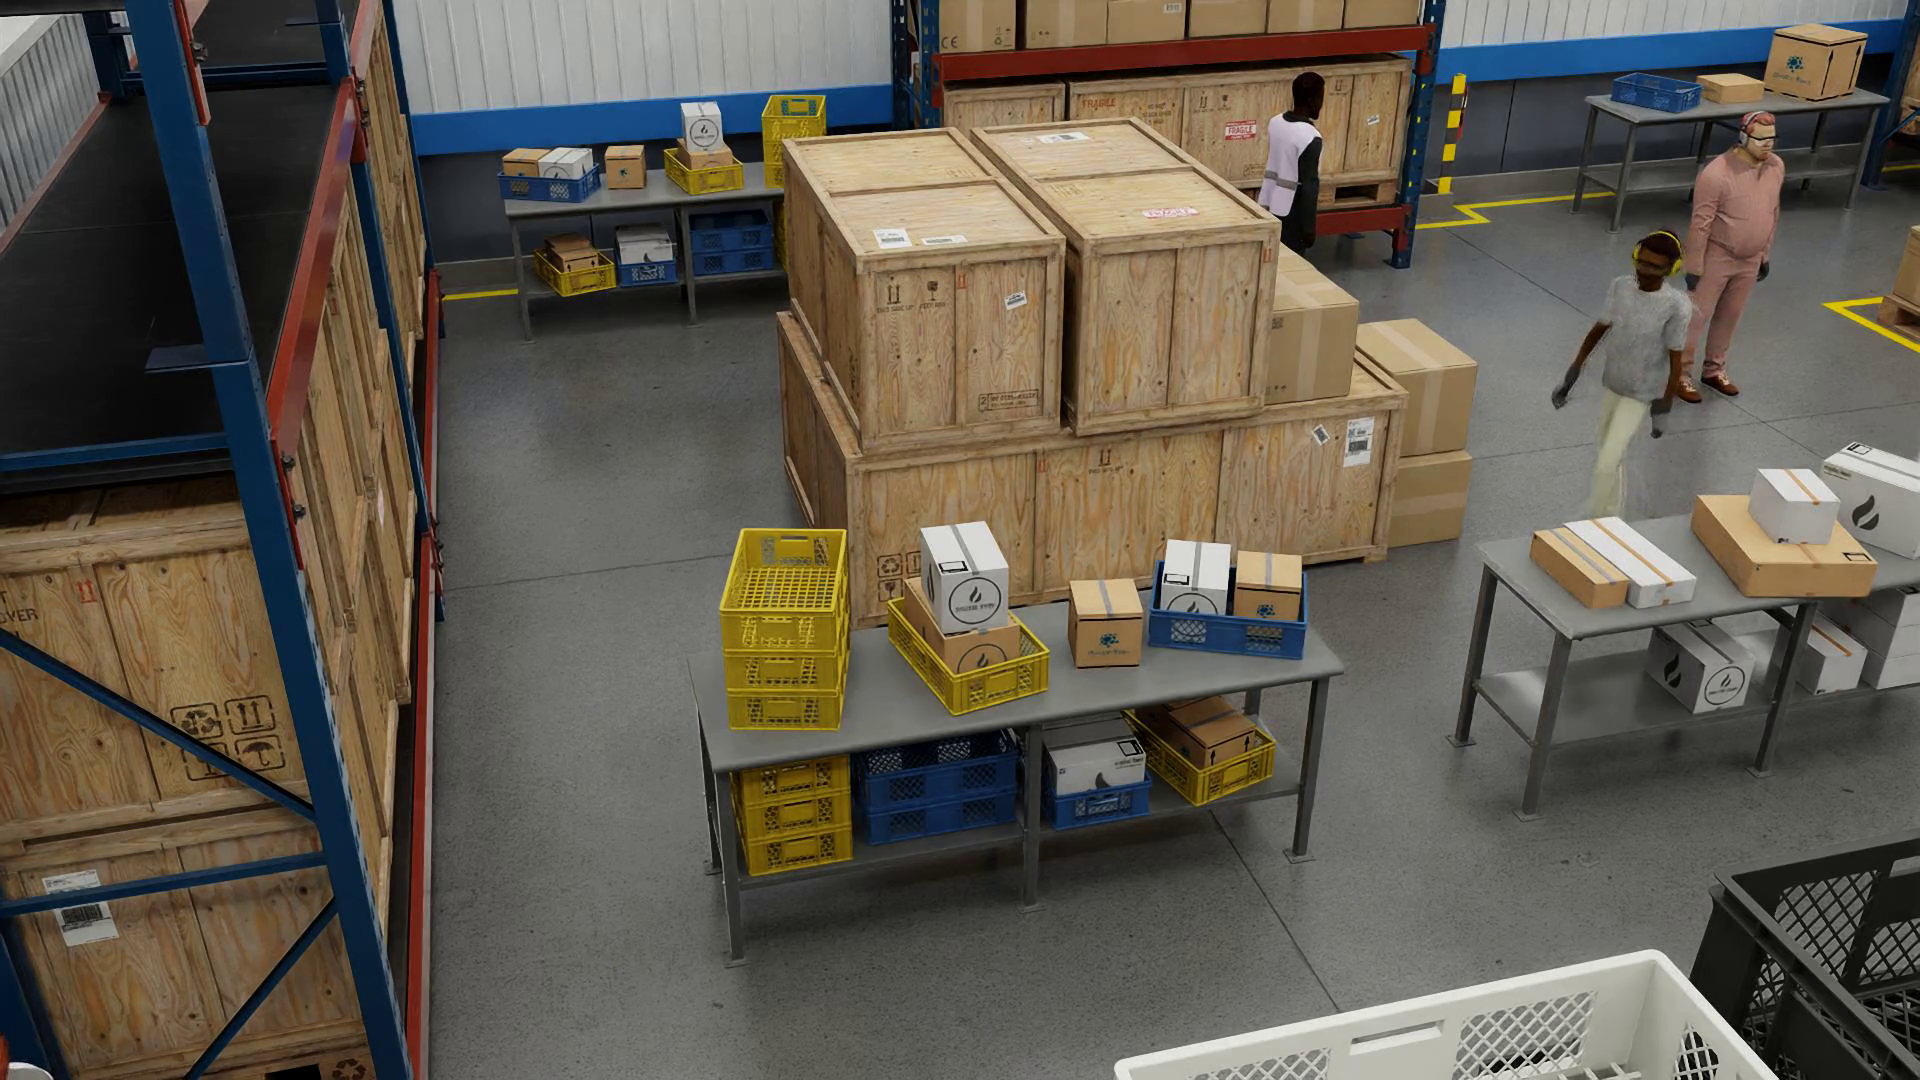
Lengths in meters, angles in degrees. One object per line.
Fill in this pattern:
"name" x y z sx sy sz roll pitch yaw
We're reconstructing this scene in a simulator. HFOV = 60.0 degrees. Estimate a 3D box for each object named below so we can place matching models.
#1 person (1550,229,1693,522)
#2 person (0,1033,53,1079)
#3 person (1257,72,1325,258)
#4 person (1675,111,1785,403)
"person" 3.492 -0.782 8.895 0.532 1.844 0.607 -12 31 -21
"person" -2.180 1.884 4.008 0.343 1.882 0.584 -13 31 -22
"person" 2.279 -2.274 11.532 0.383 1.911 0.592 -9 30 -16
"person" 4.954 -1.812 10.708 0.647 1.901 0.402 -10 30 -17
